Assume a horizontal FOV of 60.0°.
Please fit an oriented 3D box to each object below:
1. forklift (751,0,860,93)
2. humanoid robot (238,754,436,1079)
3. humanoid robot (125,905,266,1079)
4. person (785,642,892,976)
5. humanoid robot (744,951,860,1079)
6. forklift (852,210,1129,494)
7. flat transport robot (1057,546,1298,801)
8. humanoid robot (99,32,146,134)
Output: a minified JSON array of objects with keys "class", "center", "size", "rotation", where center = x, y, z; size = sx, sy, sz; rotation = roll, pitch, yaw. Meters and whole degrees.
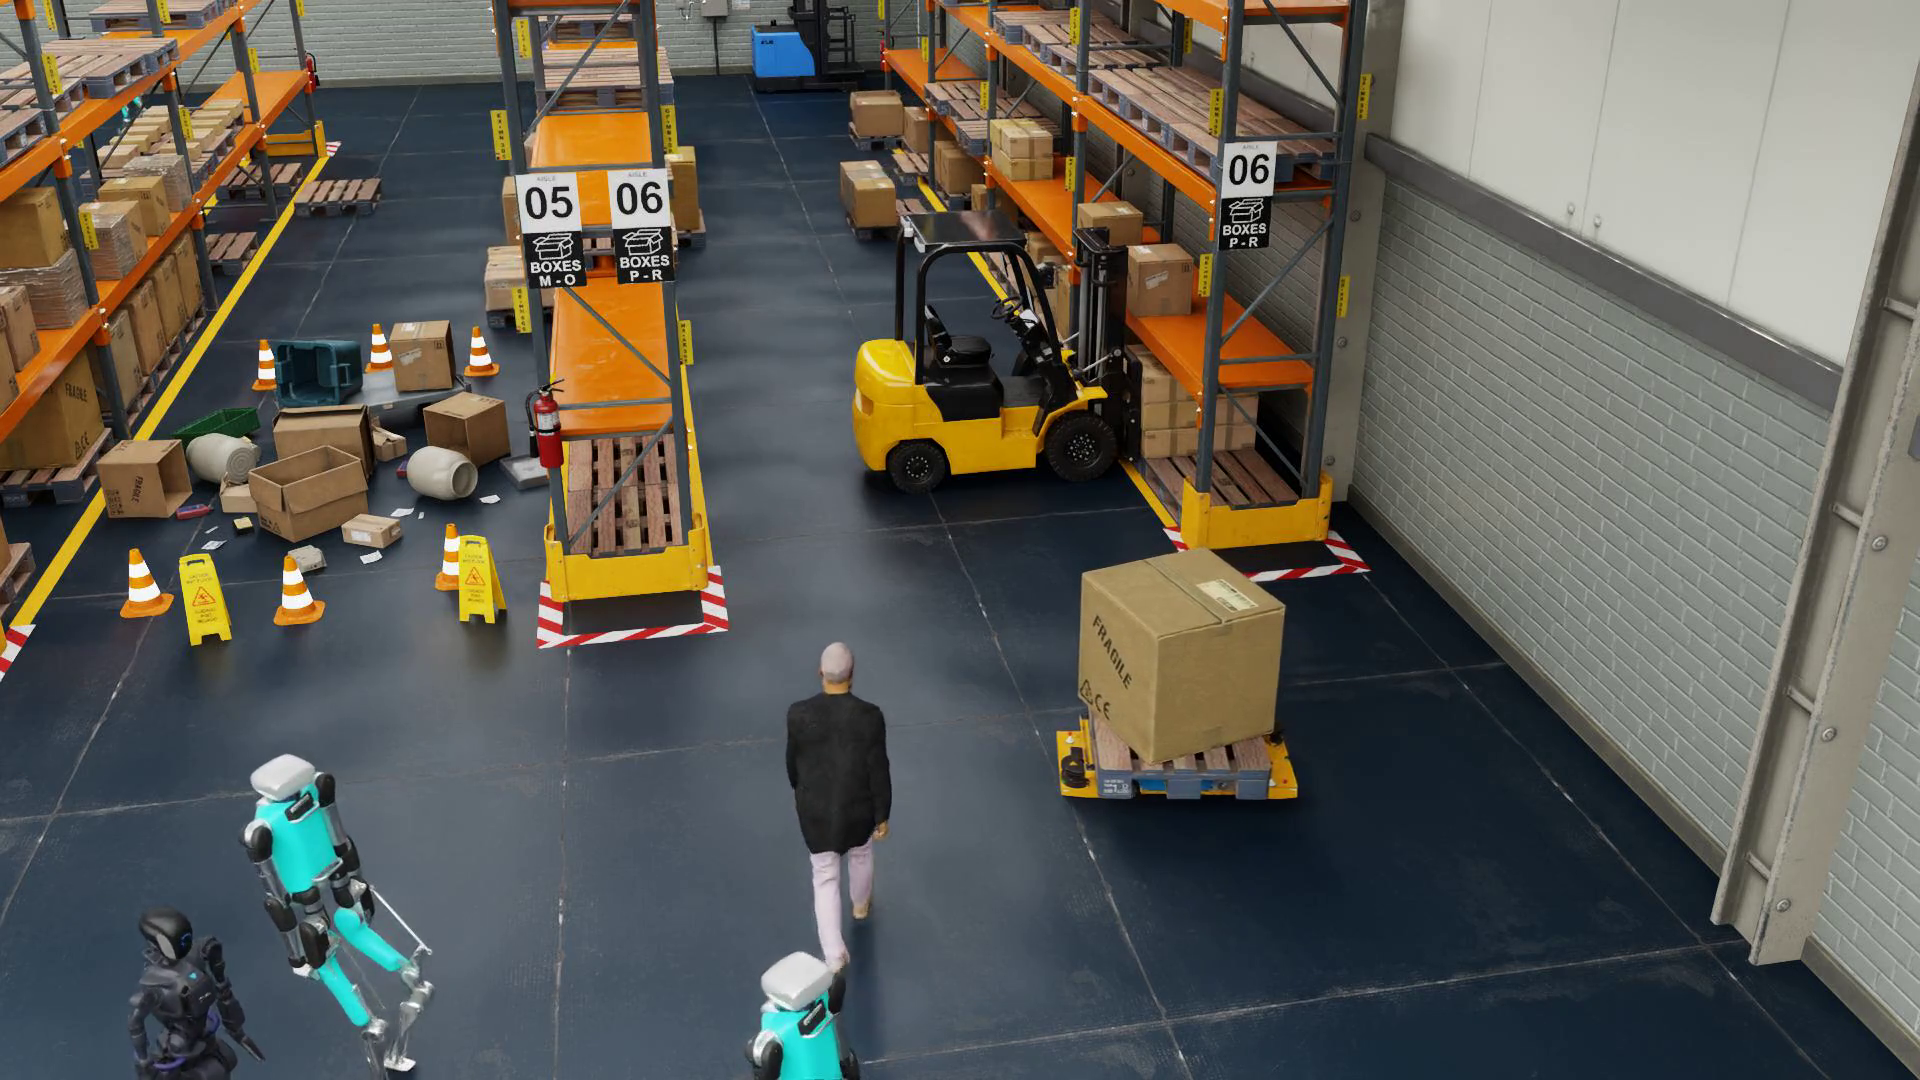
[{"class":"forklift","center":[-2.872,-9.679,30.288],"size":[1.873,2.768,1.129],"rotation":[-5,26,-10]},{"class":"humanoid robot","center":[-2.768,1.876,7.672],"size":[0.743,1.896,0.546],"rotation":[9,27,18]},{"class":"humanoid robot","center":[-3.212,2.202,6.945],"size":[0.491,1.648,0.603],"rotation":[7,27,15]},{"class":"person","center":[-0.616,1.352,8.539],"size":[0.531,1.813,0.864],"rotation":[-2,26,-4]},{"class":"humanoid robot","center":[-0.374,2.440,6.369],"size":[0.795,1.787,0.542],"rotation":[13,29,26]},{"class":"forklift","center":[0.216,-1.659,14.366],"size":[2.313,2.155,1.214],"rotation":[-5,26,-10]},{"class":"flat transport robot","center":[1.329,1.348,10.322],"size":[1.431,0.231,0.659],"rotation":[0,26,1]},{"class":"humanoid robot","center":[-13.252,-7.154,26.331],"size":[0.550,1.738,1.000],"rotation":[-20,32,-36]}]
